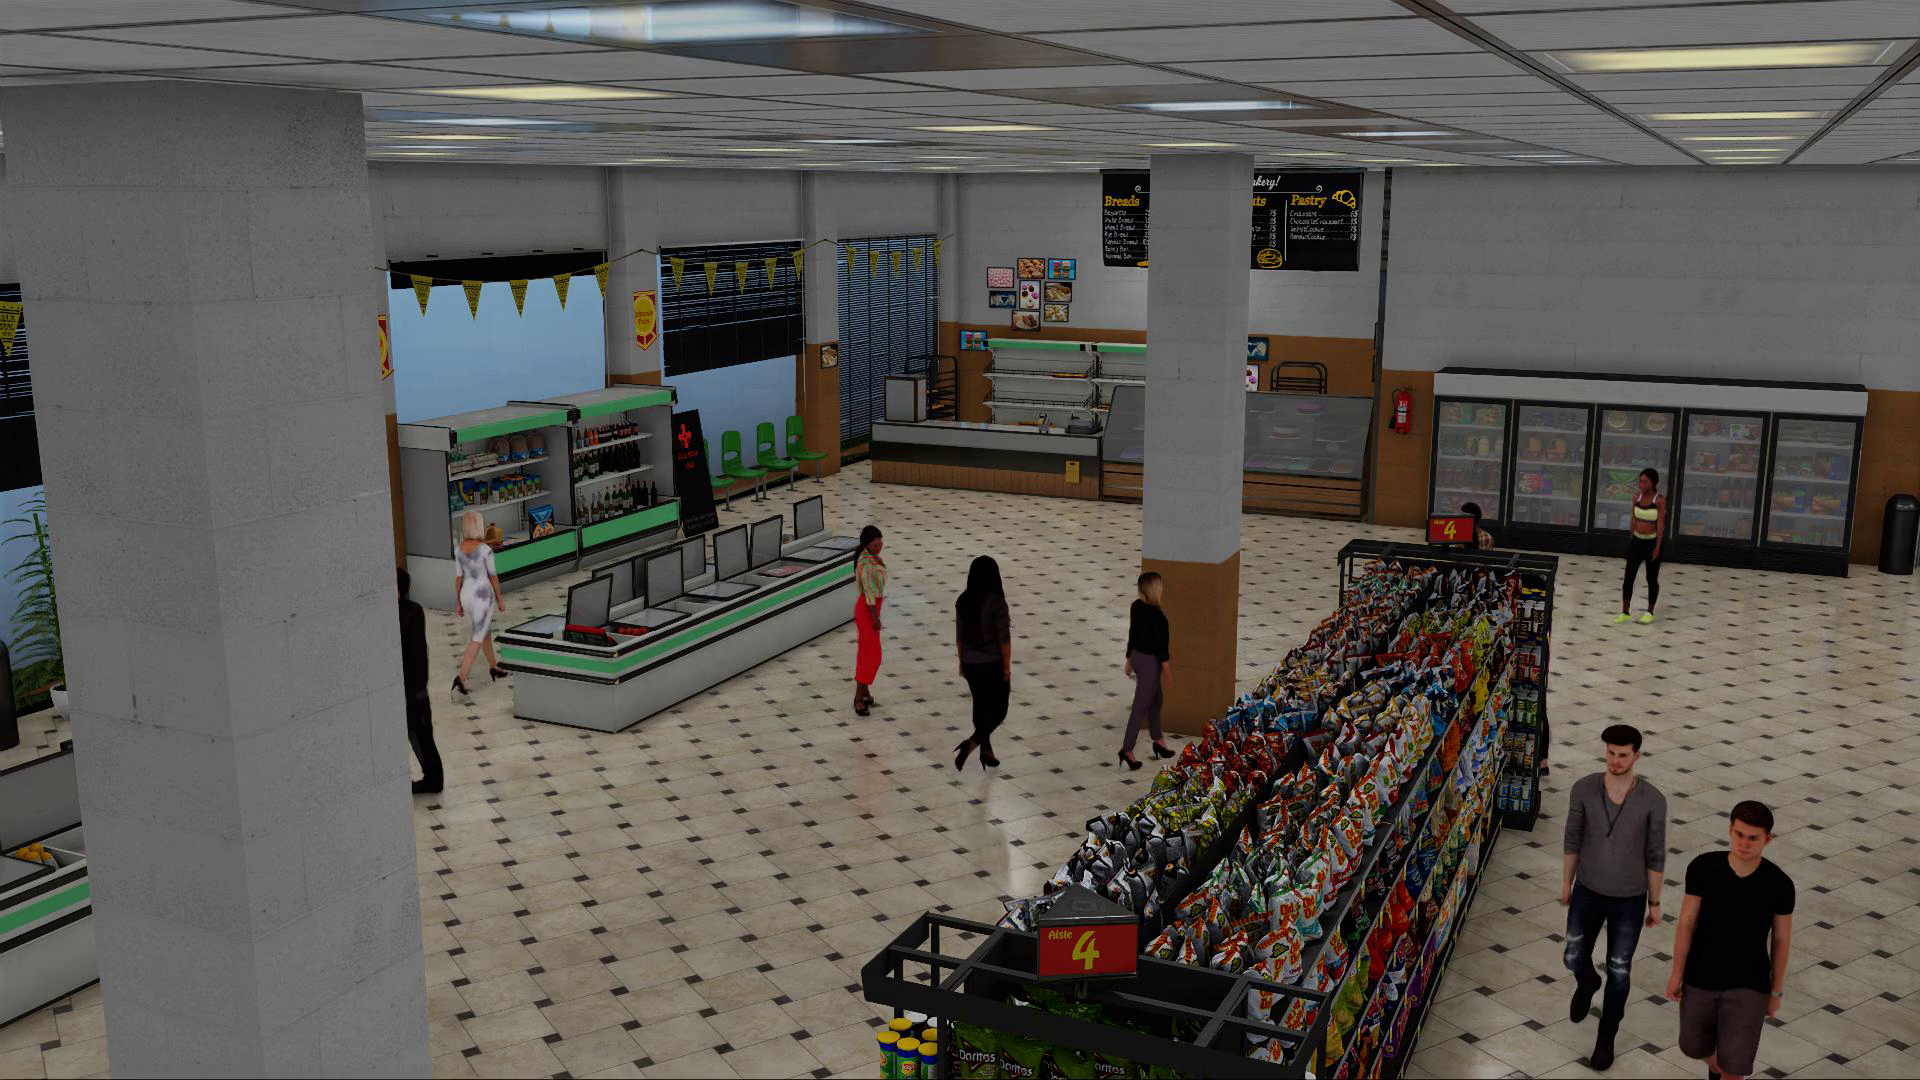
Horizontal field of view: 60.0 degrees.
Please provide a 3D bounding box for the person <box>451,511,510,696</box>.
[{"bbox_3d":[-4.573,0.625,15.626,0.561,1.711,1.086,5,13,23],"label":"person"}]

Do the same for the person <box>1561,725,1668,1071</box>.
[{"bbox_3d":[3.583,1.903,9.120,0.715,1.891,0.849,7,14,28],"label":"person"}]

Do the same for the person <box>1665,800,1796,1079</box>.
[{"bbox_3d":[3.774,2.130,8.154,0.798,1.844,1.160,8,14,33],"label":"person"}]

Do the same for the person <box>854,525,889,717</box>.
[{"bbox_3d":[-0.850,0.701,15.132,0.816,1.766,0.663,-3,12,-15],"label":"person"}]

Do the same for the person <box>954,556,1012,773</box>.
[{"bbox_3d":[0.156,1.054,13.317,0.744,1.822,1.023,8,14,32],"label":"person"}]

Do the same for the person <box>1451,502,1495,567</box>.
[{"bbox_3d":[4.878,0.522,15.916,0.670,1.792,0.701,-2,12,-8],"label":"person"}]

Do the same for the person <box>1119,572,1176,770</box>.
[{"bbox_3d":[1.442,1.084,13.582,0.908,1.655,0.850,-4,13,-18],"label":"person"}]

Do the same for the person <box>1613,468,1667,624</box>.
[{"bbox_3d":[7.573,0.071,18.209,0.887,1.731,0.732,-11,16,-43],"label":"person"}]
